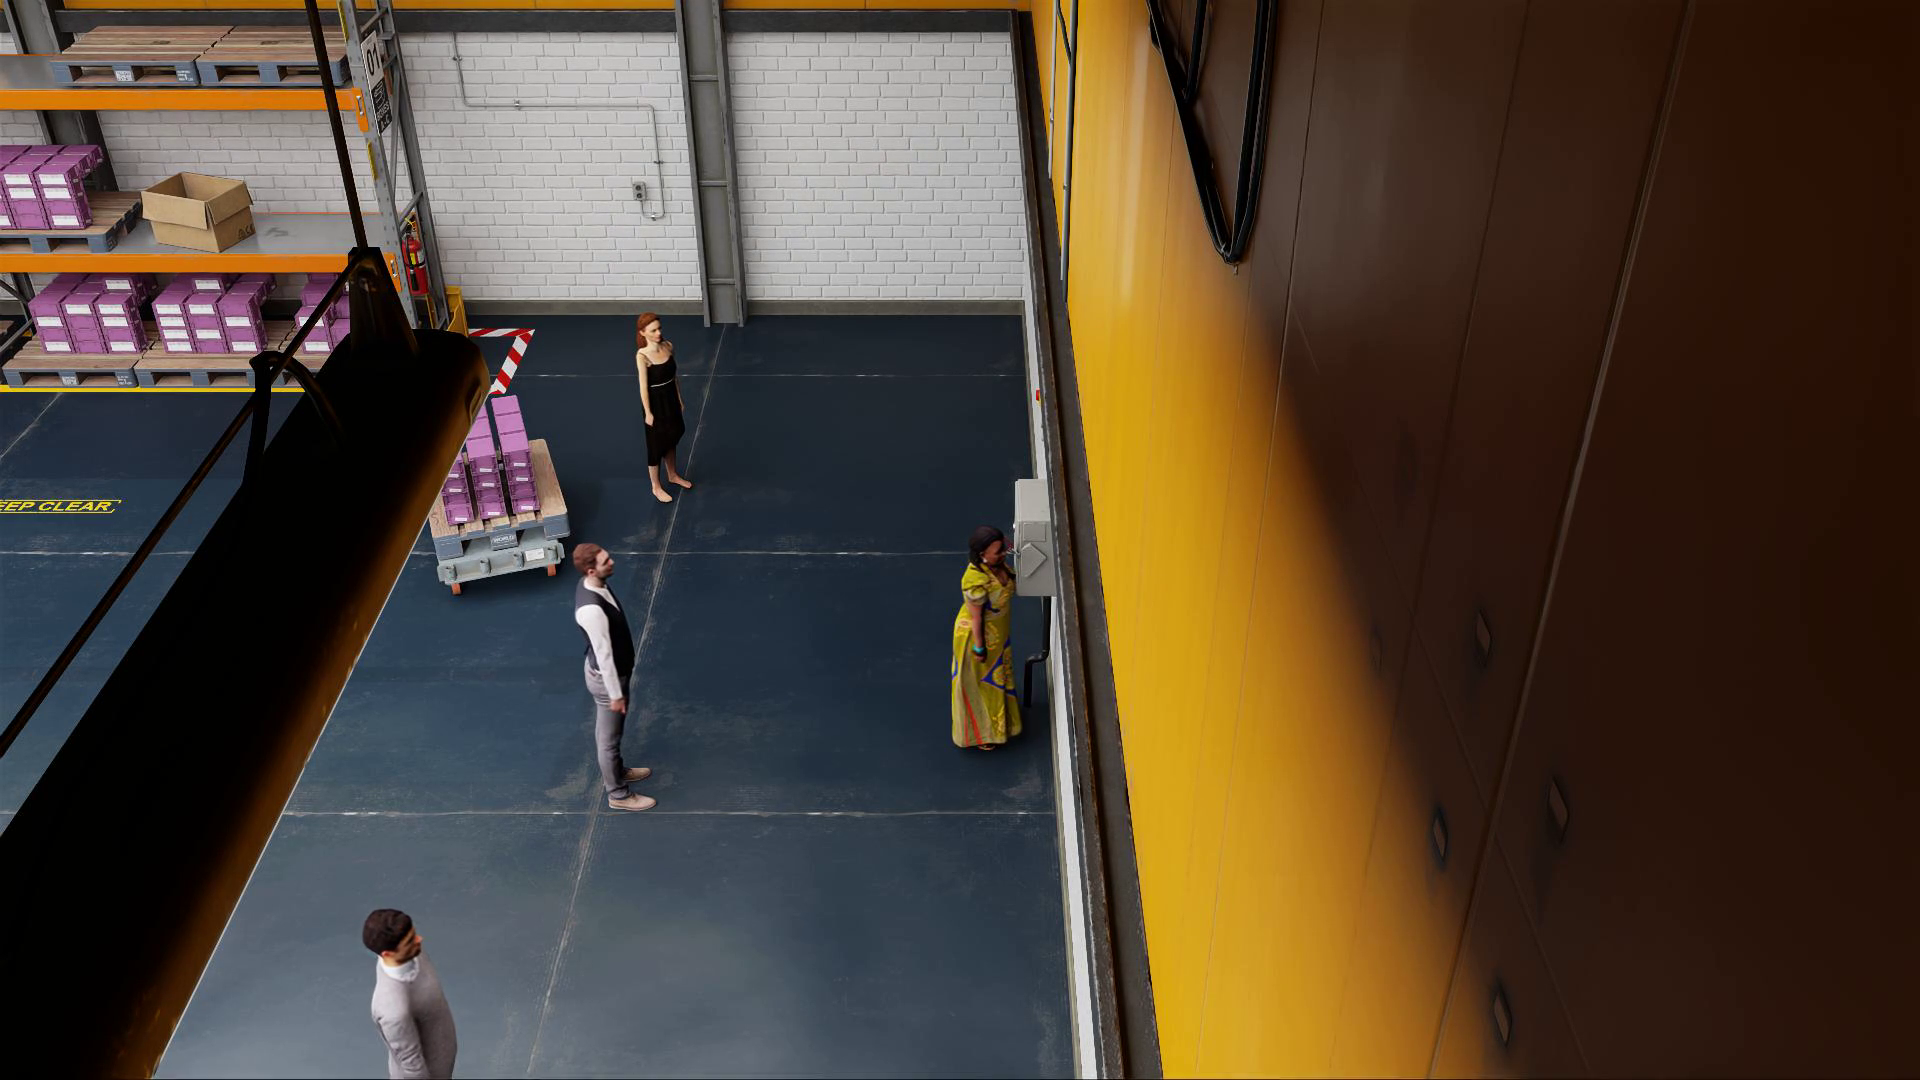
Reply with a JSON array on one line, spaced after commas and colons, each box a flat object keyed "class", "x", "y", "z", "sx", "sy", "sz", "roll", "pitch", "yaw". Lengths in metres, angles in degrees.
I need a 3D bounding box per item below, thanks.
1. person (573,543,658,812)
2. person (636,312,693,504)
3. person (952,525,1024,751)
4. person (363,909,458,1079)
[{"class": "person", "x": -2.205, "y": 0.831, "z": 10.383, "sx": 0.635, "sy": 1.937, "sz": 0.702, "roll": -7, "pitch": 34, "yaw": -10}, {"class": "person", "x": -2.451, "y": -1.110, "z": 13.585, "sx": 0.720, "sy": 1.625, "sz": 0.675, "roll": 21, "pitch": 39, "yaw": 28}, {"class": "person", "x": 0.157, "y": 0.609, "z": 10.967, "sx": 0.908, "sy": 1.660, "sz": 0.949, "roll": 9, "pitch": 35, "yaw": 14}, {"class": "person", "x": -2.567, "y": 2.473, "z": 7.926, "sx": 0.715, "sy": 1.923, "sz": 0.793, "roll": -7, "pitch": 34, "yaw": -10}]
